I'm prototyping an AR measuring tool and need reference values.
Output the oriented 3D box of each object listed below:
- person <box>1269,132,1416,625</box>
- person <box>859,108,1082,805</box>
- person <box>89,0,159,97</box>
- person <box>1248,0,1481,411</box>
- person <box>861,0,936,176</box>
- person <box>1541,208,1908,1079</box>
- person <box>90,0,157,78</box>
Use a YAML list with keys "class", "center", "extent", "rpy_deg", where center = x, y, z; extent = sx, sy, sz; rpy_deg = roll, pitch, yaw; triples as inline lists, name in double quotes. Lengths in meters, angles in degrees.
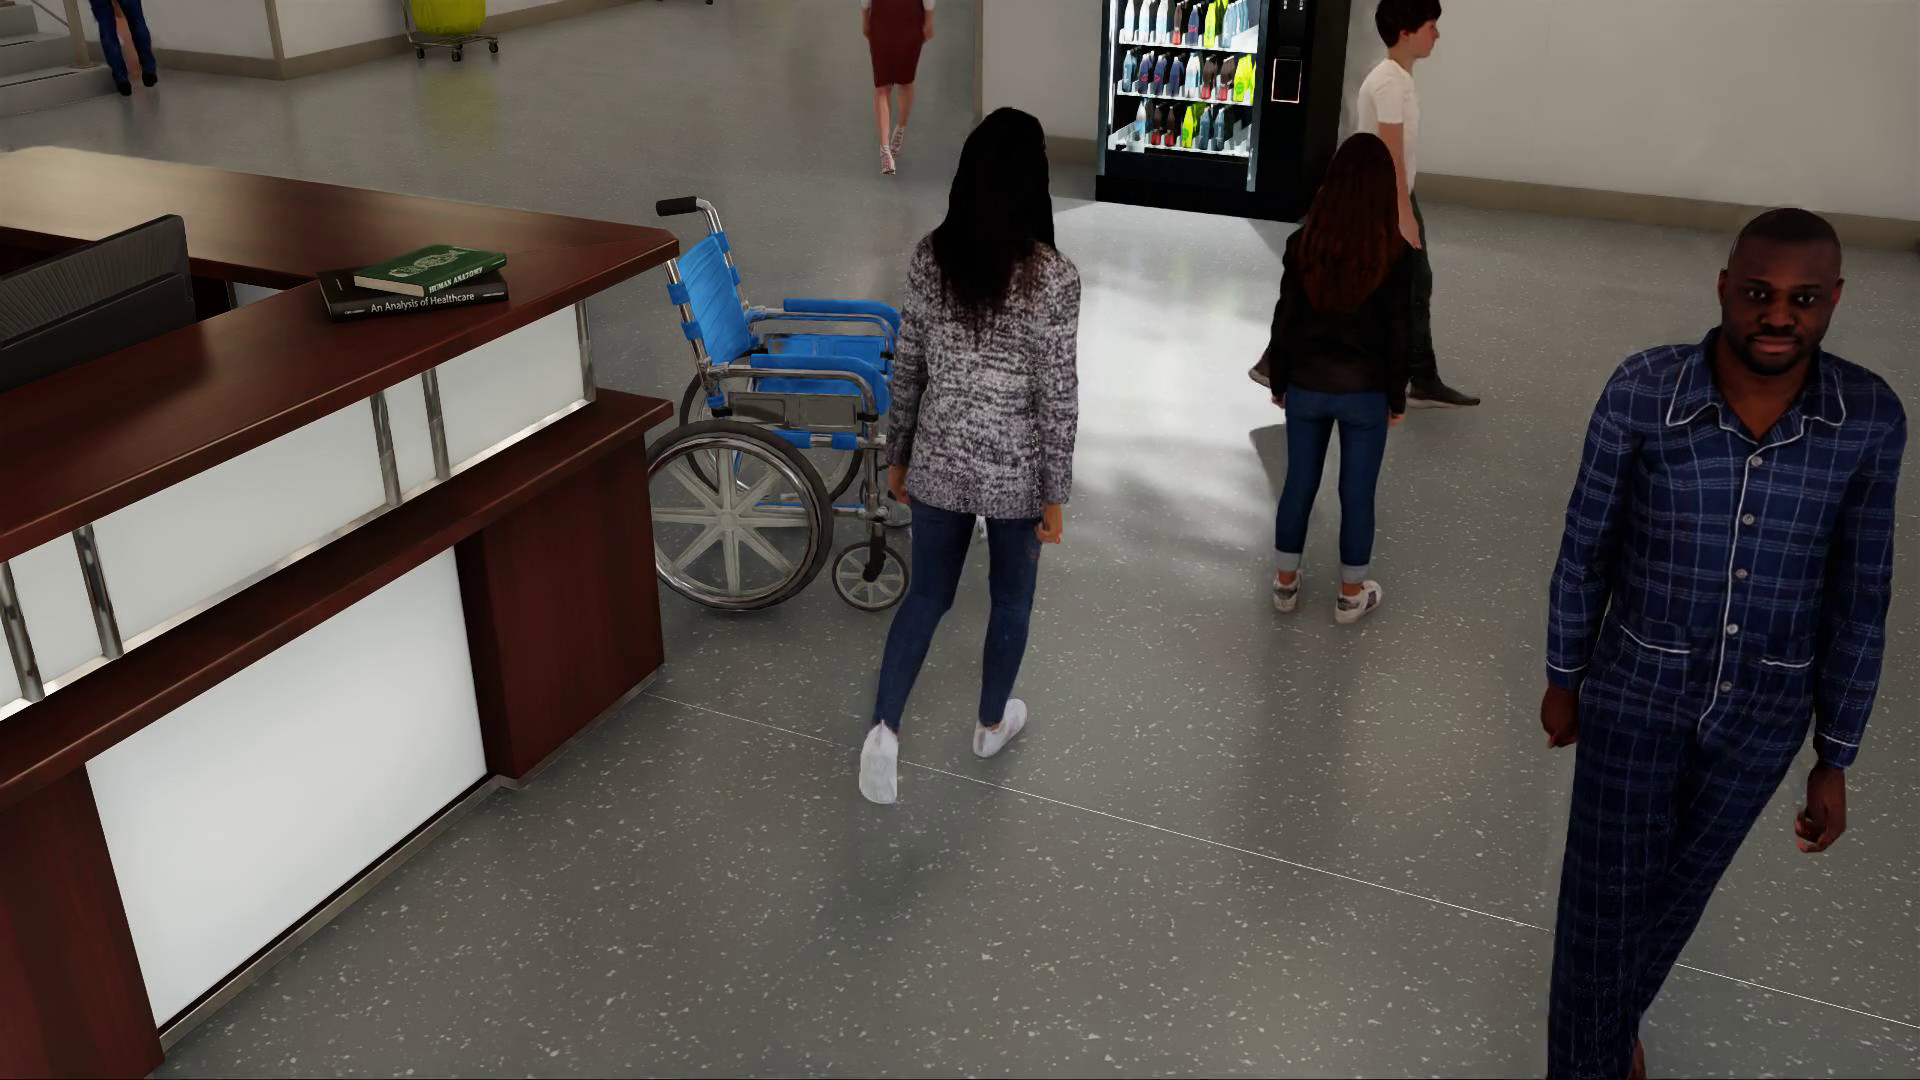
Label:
- class: "person"
  center: [1.121, -0.458, 4.930]
  extent: [0.434, 1.477, 0.630]
  rpy_deg: [11, 28, 21]
- class: "person"
  center: [0.017, -0.134, 3.987]
  extent: [0.922, 1.713, 0.717]
  rpy_deg: [9, 27, 18]
- class: "person"
  center: [-6.388, -4.260, 12.359]
  extent: [0.872, 1.873, 0.931]
  rpy_deg: [-9, 27, -18]
- class: "person"
  center: [1.531, -1.256, 6.428]
  extent: [1.116, 1.615, 0.548]
  rpy_deg: [11, 28, 22]
- class: "person"
  center: [-0.370, -3.123, 10.212]
  extent: [1.142, 1.690, 0.971]
  rpy_deg: [2, 26, 4]
- class: "person"
  center: [1.339, 0.271, 3.048]
  extent: [0.907, 1.799, 0.837]
  rpy_deg: [6, 26, 12]
- class: "person"
  center: [-6.565, -4.459, 12.980]
  extent: [0.753, 1.692, 0.638]
  rpy_deg: [8, 27, 17]
